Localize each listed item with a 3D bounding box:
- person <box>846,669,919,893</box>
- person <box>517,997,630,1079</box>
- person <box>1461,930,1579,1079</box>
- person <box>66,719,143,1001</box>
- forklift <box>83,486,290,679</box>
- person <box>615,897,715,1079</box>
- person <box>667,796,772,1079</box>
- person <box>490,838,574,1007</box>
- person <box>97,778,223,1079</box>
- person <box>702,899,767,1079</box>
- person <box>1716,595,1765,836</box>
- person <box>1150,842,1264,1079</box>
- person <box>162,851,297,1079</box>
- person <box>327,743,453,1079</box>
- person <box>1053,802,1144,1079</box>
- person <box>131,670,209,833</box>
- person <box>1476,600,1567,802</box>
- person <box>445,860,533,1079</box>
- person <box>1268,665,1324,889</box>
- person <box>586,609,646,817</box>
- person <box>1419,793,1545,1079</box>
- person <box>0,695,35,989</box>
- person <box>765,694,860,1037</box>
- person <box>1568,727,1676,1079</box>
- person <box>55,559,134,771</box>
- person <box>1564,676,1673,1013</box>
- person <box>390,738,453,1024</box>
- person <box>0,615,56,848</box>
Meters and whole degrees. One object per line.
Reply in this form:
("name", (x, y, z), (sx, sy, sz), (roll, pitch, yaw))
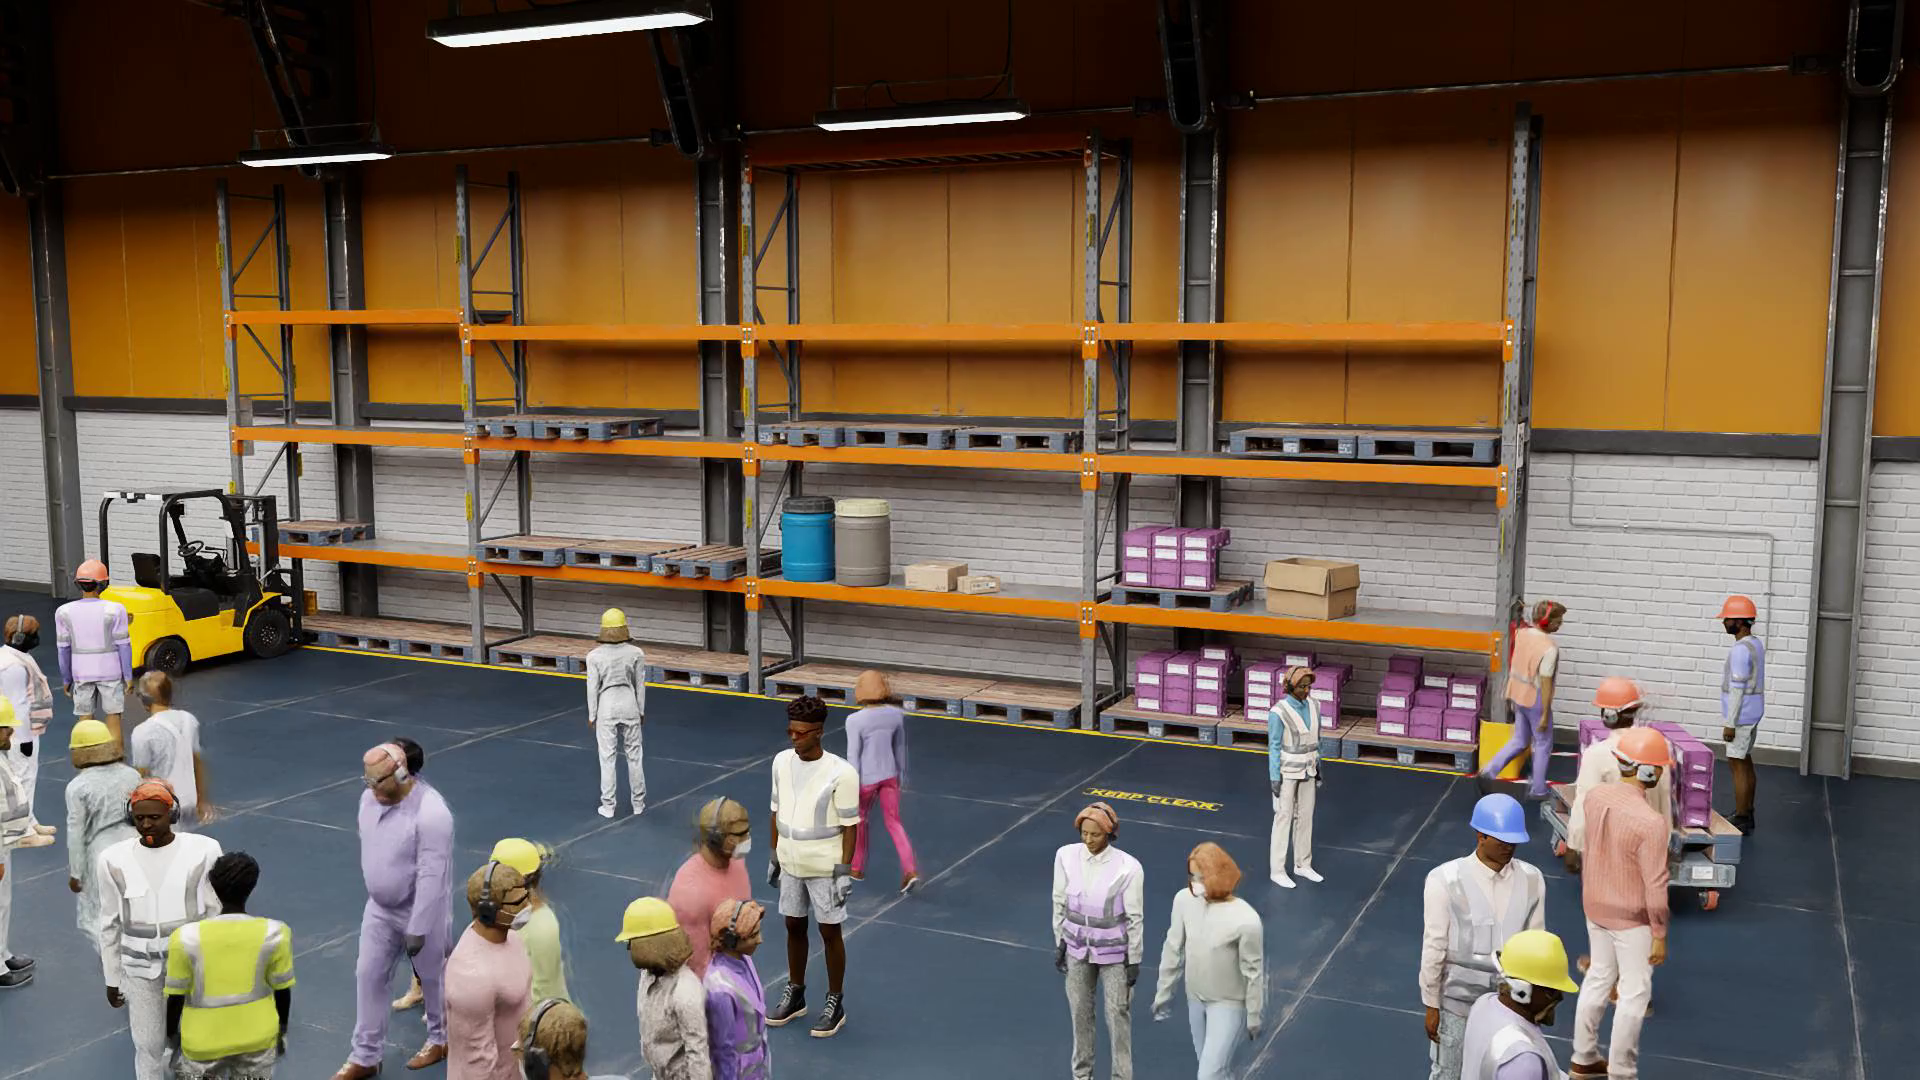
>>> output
("person", (-0.580, 1.735, 12.030), (0.513, 1.600, 0.818), (-5, 8, -35))
("person", (-1.237, 2.392, 5.261), (0.377, 1.931, 0.636), (4, 8, 28))
("person", (2.064, 2.332, 6.181), (0.403, 1.822, 0.598), (0, 7, 4))
("person", (-5.040, 1.929, 9.945), (0.589, 1.715, 0.512), (4, 8, 31))
("forklift", (-9.426, 0.454, 20.179), (1.214, 2.155, 2.313), (3, 8, 26))
("person", (-1.062, 2.303, 6.953), (0.671, 1.702, 0.570), (-5, 9, -36))
("person", (-1.112, 2.110, 7.614), (0.448, 1.919, 0.652), (2, 7, 20))
("person", (-1.923, 2.199, 7.576), (0.449, 1.747, 0.557), (-4, 8, -30))
("person", (-3.867, 2.076, 8.102), (0.572, 1.878, 0.344), (-2, 7, -15))
("person", (-0.967, 2.317, 7.091), (0.324, 1.631, 0.523), (0, 7, 0))
("person", (6.264, 1.406, 13.414), (0.392, 1.929, 0.547), (5, 8, 35))
("person", (1.151, 2.234, 7.894), (0.611, 1.606, 0.494), (-6, 9, -39))
("person", (-3.265, 2.253, 7.452), (0.569, 1.668, 0.507), (-3, 8, -25))
("person", (-3.027, 1.992, 8.863), (0.691, 1.853, 0.853), (3, 8, 25))
("person", (0.715, 2.140, 8.585), (0.502, 1.630, 0.323), (4, 8, 31))
("person", (-5.244, 1.757, 10.939), (0.439, 1.824, 0.499), (1, 7, 11))
("person", (4.806, 1.384, 14.073), (0.752, 1.801, 0.617), (-2, 7, -14))
("person", (-1.867, 2.223, 6.671), (0.361, 1.933, 0.629), (-1, 7, -4))
("person", (2.434, 1.710, 12.111), (0.524, 1.631, 0.315), (-5, 9, -38))
("person", (-2.870, 1.440, 13.901), (0.485, 1.739, 0.313), (-2, 7, -19))
("person", (2.404, 2.101, 7.634), (0.605, 1.940, 0.420), (-1, 7, -11))
("person", (-5.926, 1.848, 10.204), (0.403, 1.818, 0.606), (-4, 8, -30))
("person", (-0.860, 1.854, 9.559), (0.601, 1.962, 0.367), (4, 8, 31))
("person", (3.490, 1.949, 8.706), (0.410, 1.979, 0.629), (-2, 7, -15))
("person", (-7.633, 1.189, 14.722), (0.605, 2.045, 0.377), (-1, 7, -9))
("person", (3.910, 1.791, 10.037), (0.641, 1.962, 0.843), (-3, 7, -22))
("person", (-3.181, 1.973, 9.726), (0.544, 1.687, 0.329), (5, 9, 36))
("person", (-7.359, 1.496, 13.072), (0.429, 1.833, 0.634), (-4, 8, -29))
